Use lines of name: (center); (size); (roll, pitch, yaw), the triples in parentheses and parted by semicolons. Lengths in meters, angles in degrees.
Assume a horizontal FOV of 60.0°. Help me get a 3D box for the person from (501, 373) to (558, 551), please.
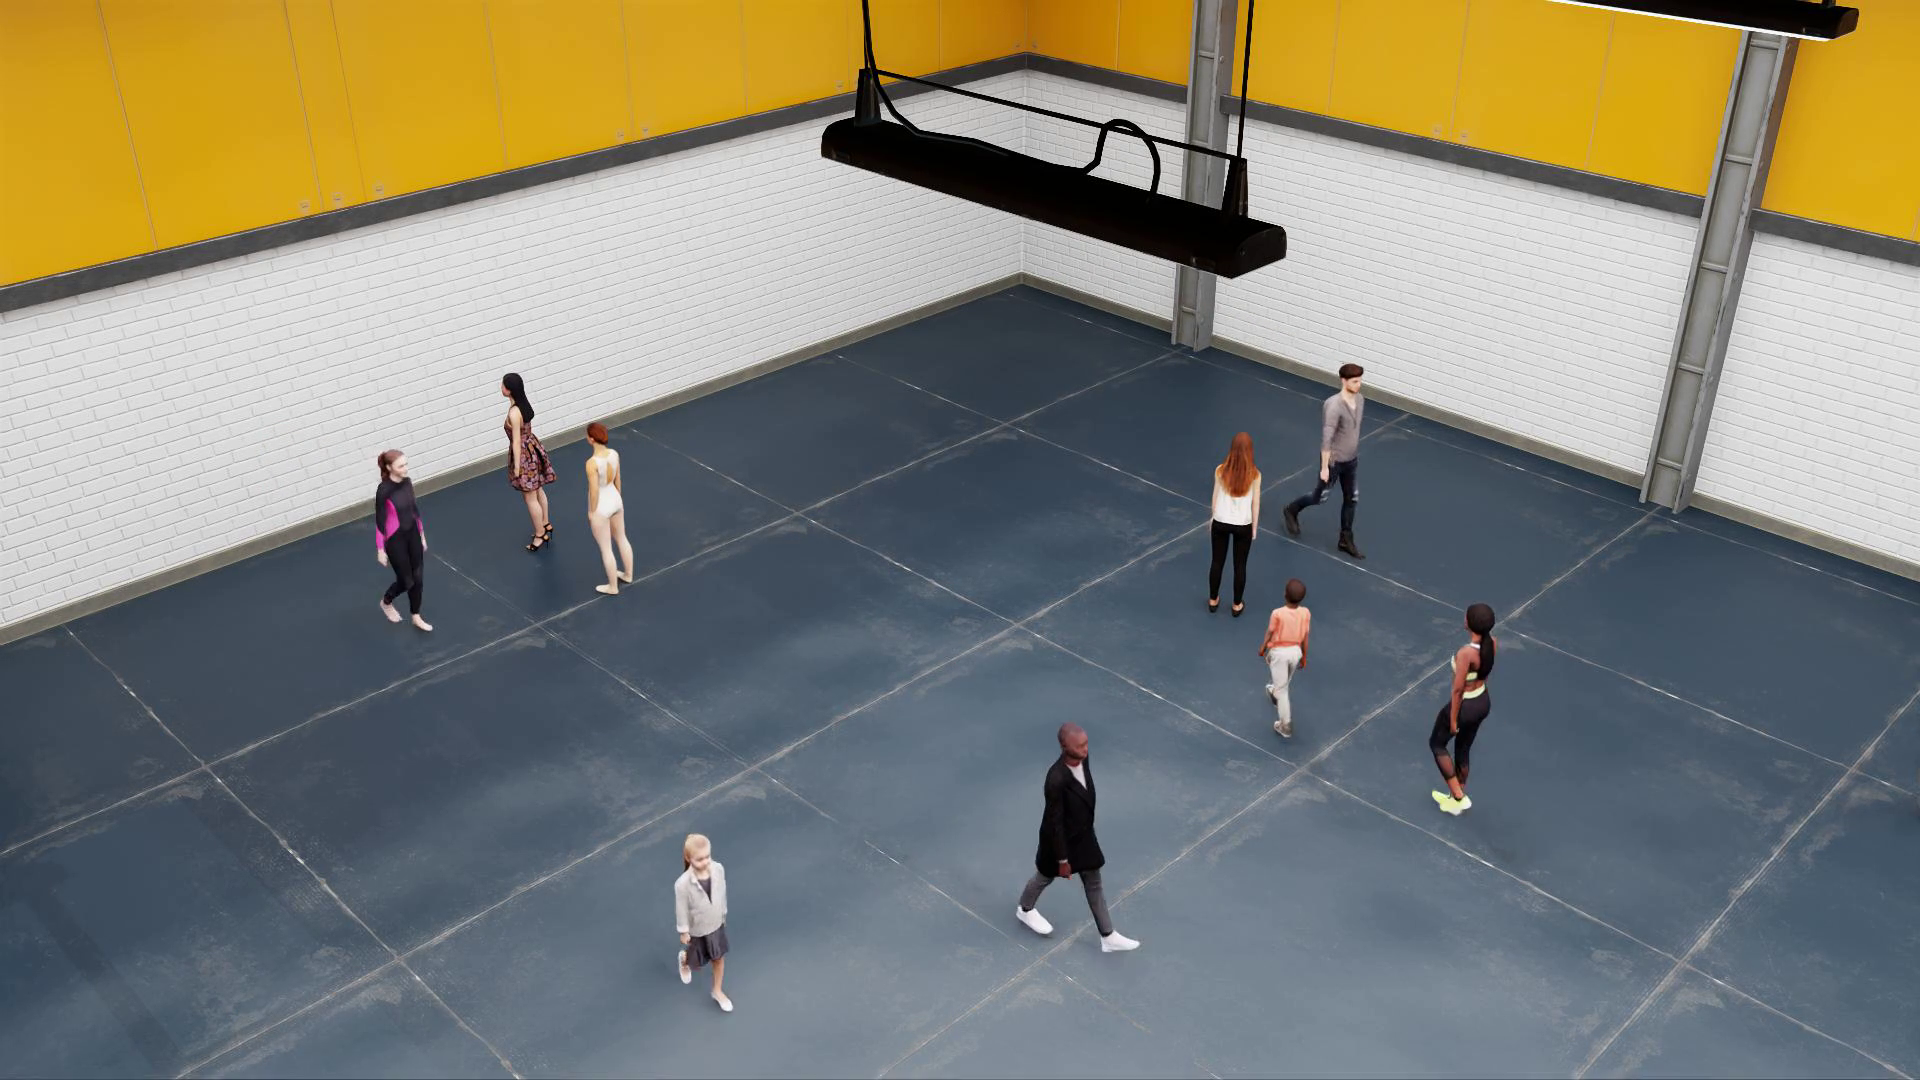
person: (-4.057, -0.741, 15.541); (0.874, 1.772, 0.812); (0, 29, -1)

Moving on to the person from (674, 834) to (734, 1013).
person: (-1.632, 2.357, 10.388); (0.570, 1.267, 0.734); (-19, 34, -31)

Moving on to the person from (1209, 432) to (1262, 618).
person: (2.377, -0.132, 14.479); (0.600, 1.720, 0.701); (7, 29, 13)

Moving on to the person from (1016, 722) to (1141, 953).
person: (0.605, 1.899, 10.758); (1.173, 1.717, 0.784); (20, 34, 32)

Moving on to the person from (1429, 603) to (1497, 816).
person: (3.681, 1.260, 11.903); (0.654, 1.742, 0.726); (-16, 32, -26)

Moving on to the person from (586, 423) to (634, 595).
person: (-3.154, -0.292, 14.852); (0.555, 1.644, 0.602); (15, 32, 25)

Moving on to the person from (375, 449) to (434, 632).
person: (-4.836, -0.002, 14.230); (0.806, 1.731, 0.710); (12, 31, 22)

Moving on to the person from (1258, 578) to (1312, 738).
person: (2.557, 0.930, 12.990); (0.780, 1.281, 0.952); (-6, 29, -11)

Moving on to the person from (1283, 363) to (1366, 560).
person: (3.447, -0.780, 15.511); (0.769, 1.869, 1.202); (-20, 34, -32)
